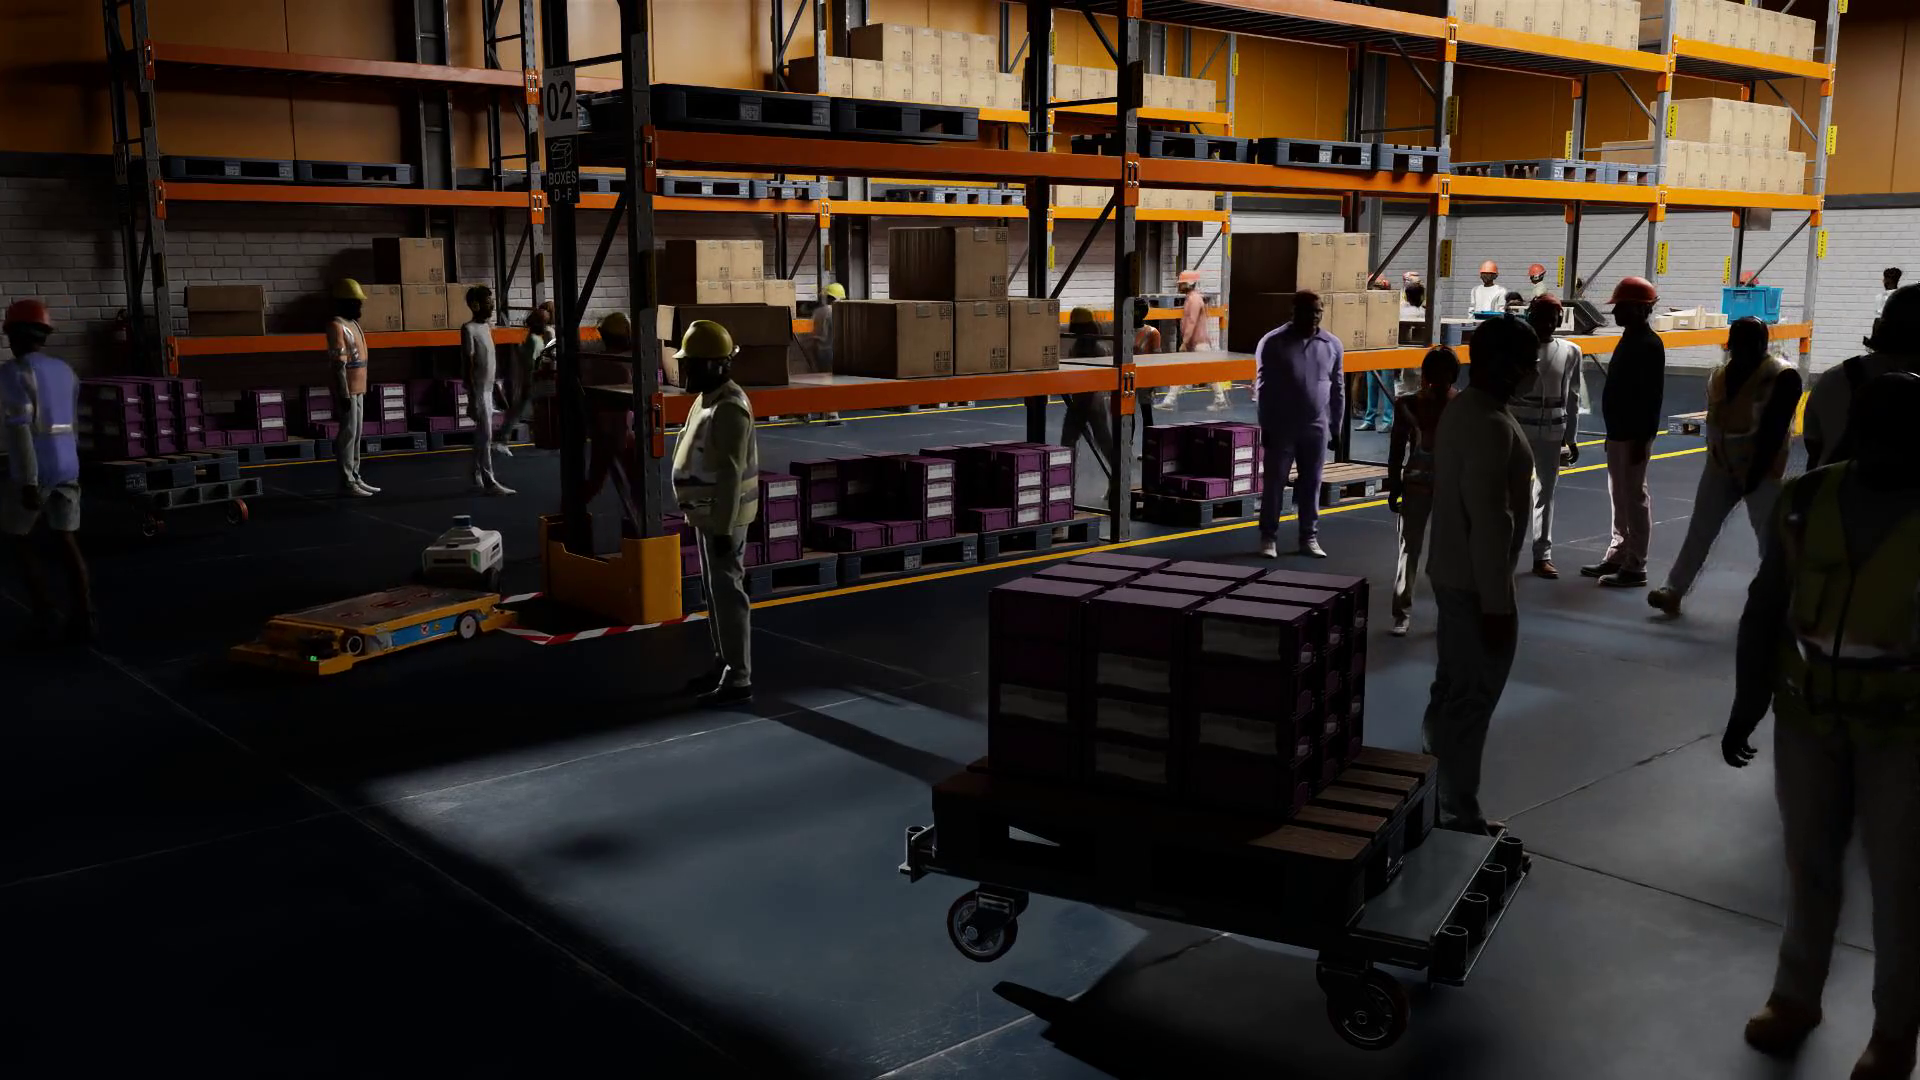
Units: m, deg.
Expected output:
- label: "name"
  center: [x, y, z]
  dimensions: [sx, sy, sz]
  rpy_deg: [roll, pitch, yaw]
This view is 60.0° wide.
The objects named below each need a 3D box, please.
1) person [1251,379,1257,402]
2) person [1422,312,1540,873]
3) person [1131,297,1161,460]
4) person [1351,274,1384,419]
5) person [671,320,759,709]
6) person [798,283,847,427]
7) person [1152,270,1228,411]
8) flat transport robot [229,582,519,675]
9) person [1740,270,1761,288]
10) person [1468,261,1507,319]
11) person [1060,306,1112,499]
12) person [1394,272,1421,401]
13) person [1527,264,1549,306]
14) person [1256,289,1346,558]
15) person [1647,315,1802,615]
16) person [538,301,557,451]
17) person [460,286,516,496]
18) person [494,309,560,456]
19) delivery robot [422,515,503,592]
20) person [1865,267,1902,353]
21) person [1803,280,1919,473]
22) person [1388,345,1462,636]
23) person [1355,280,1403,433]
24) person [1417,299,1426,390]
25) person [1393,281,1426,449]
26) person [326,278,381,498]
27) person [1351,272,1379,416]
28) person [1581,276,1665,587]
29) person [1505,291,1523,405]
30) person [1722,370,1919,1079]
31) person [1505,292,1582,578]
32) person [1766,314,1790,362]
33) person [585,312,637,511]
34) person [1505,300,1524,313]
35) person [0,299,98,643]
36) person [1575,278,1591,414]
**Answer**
- label: "person"
  center: [4.473, -2.938, 24.156]
  dimensions: [0.400, 1.902, 0.643]
  rpy_deg: [-9, 14, -44]
- label: "person"
  center: [1.818, 0.178, 5.813]
  dimensions: [0.373, 1.935, 0.628]
  rpy_deg: [1, 10, 7]
- label: "person"
  center: [1.852, -1.688, 17.427]
  dimensions: [0.540, 1.696, 0.315]
  rpy_deg: [8, 13, 41]
- label: "person"
  center: [5.354, -2.524, 21.795]
  dimensions: [0.583, 1.901, 0.599]
  rpy_deg: [-2, 10, -14]
- label: "person"
  center: [-1.160, -0.125, 7.899]
  dimensions: [0.403, 1.826, 0.592]
  rpy_deg: [-3, 10, -18]
- label: "person"
  center: [-1.698, -2.283, 20.631]
  dimensions: [0.653, 1.804, 0.632]
  rpy_deg: [-7, 12, -35]
- label: "person"
  center: [3.208, -2.713, 22.748]
  dimensions: [1.022, 1.947, 0.614]
  rpy_deg: [-2, 10, -10]
- label: "flat transport robot"
  center: [-3.145, 0.457, 9.036]
  dimensions: [0.652, 0.197, 1.431]
  rpy_deg: [5, 11, 27]
- label: "person"
  center: [11.068, -2.854, 23.593]
  dimensions: [0.468, 1.921, 0.564]
  rpy_deg: [-3, 10, -18]
- label: "person"
  center: [7.970, -3.196, 25.233]
  dimensions: [0.367, 2.048, 0.607]
  rpy_deg: [-9, 13, -42]
- label: "person"
  center: [1.084, -1.168, 14.378]
  dimensions: [0.892, 1.696, 0.501]
  rpy_deg: [-8, 12, -38]
- label: "person"
  center: [6.253, -2.777, 23.194]
  dimensions: [0.403, 1.906, 0.651]
  rpy_deg: [5, 11, 29]
- label: "person"
  center: [9.742, -3.656, 28.112]
  dimensions: [0.401, 1.984, 0.612]
  rpy_deg: [3, 10, 18]
- label: "person"
  center: [2.395, -0.806, 11.688]
  dimensions: [0.657, 1.897, 0.396]
  rpy_deg: [-1, 10, -6]
- label: "person"
  center: [4.537, -0.414, 9.738]
  dimensions: [0.958, 1.777, 0.609]
  rpy_deg: [-5, 11, -29]
- label: "person"
  center: [-4.485, -1.793, 18.227]
  dimensions: [0.284, 1.633, 0.497]
  rpy_deg: [-6, 11, -30]
- label: "person"
  center: [-4.195, -1.303, 14.817]
  dimensions: [0.596, 1.877, 0.578]
  rpy_deg: [0, 10, 2]
- label: "person"
  center: [-4.531, -1.649, 17.532]
  dimensions: [0.830, 1.579, 0.501]
  rpy_deg: [-3, 10, -18]
- label: "delivery robot"
  center: [-3.002, 0.094, 10.059]
  dimensions: [0.477, 0.478, 0.707]
  rpy_deg: [-1, 10, -4]
- label: "person"
  center: [13.464, -2.958, 24.115]
  dimensions: [0.649, 1.963, 0.361]
  rpy_deg: [-3, 10, -15]
- label: "person"
  center: [3.958, -0.092, 7.076]
  dimensions: [0.538, 2.000, 0.688]
  rpy_deg: [-6, 12, -32]
- label: "person"
  center: [2.648, -0.266, 9.268]
  dimensions: [0.523, 1.638, 0.311]
  rpy_deg: [2, 10, 10]
- label: "person"
  center: [5.093, -2.209, 20.052]
  dimensions: [0.394, 1.841, 0.564]
  rpy_deg: [-7, 12, -37]
- label: "person"
  center: [6.355, -2.519, 22.476]
  dimensions: [0.269, 1.632, 0.509]
  rpy_deg: [0, 10, -2]
- label: "person"
  center: [4.990, -1.916, 18.324]
  dimensions: [0.549, 1.848, 0.446]
  rpy_deg: [9, 14, 44]
- label: "person"
  center: [-5.380, -1.339, 14.714]
  dimensions: [0.367, 1.927, 0.590]
  rpy_deg: [-1, 10, -6]
- label: "person"
  center: [5.348, -2.616, 22.215]
  dimensions: [0.392, 1.920, 0.593]
  rpy_deg: [-5, 11, -25]
- label: "person"
  center: [4.313, -0.696, 10.748]
  dimensions: [0.382, 1.993, 0.622]
  rpy_deg: [0, 10, 3]
- label: "person"
  center: [7.018, -2.314, 21.140]
  dimensions: [0.535, 1.684, 0.403]
  rpy_deg: [8, 12, 38]
- label: "person"
  center: [2.370, 0.473, 4.365]
  dimensions: [0.429, 1.841, 0.642]
  rpy_deg: [-8, 12, -38]
- label: "person"
  center: [3.795, -0.681, 10.977]
  dimensions: [0.574, 1.887, 0.355]
  rpy_deg: [0, 10, 2]
- label: "person"
  center: [10.616, -2.419, 21.894]
  dimensions: [0.545, 1.617, 0.633]
  rpy_deg: [4, 11, 23]
- label: "person"
  center: [-2.537, -0.768, 11.940]
  dimensions: [0.860, 1.734, 0.524]
  rpy_deg: [-8, 13, -39]
- label: "person"
  center: [6.257, -1.893, 18.846]
  dimensions: [0.560, 1.624, 0.377]
  rpy_deg: [6, 11, 30]
- label: "person"
  center: [-5.010, -0.368, 9.140]
  dimensions: [0.568, 1.887, 0.555]
  rpy_deg: [2, 10, 14]
- label: "person"
  center: [8.171, -2.619, 22.494]
  dimensions: [0.887, 1.831, 0.538]
  rpy_deg: [6, 12, 33]
